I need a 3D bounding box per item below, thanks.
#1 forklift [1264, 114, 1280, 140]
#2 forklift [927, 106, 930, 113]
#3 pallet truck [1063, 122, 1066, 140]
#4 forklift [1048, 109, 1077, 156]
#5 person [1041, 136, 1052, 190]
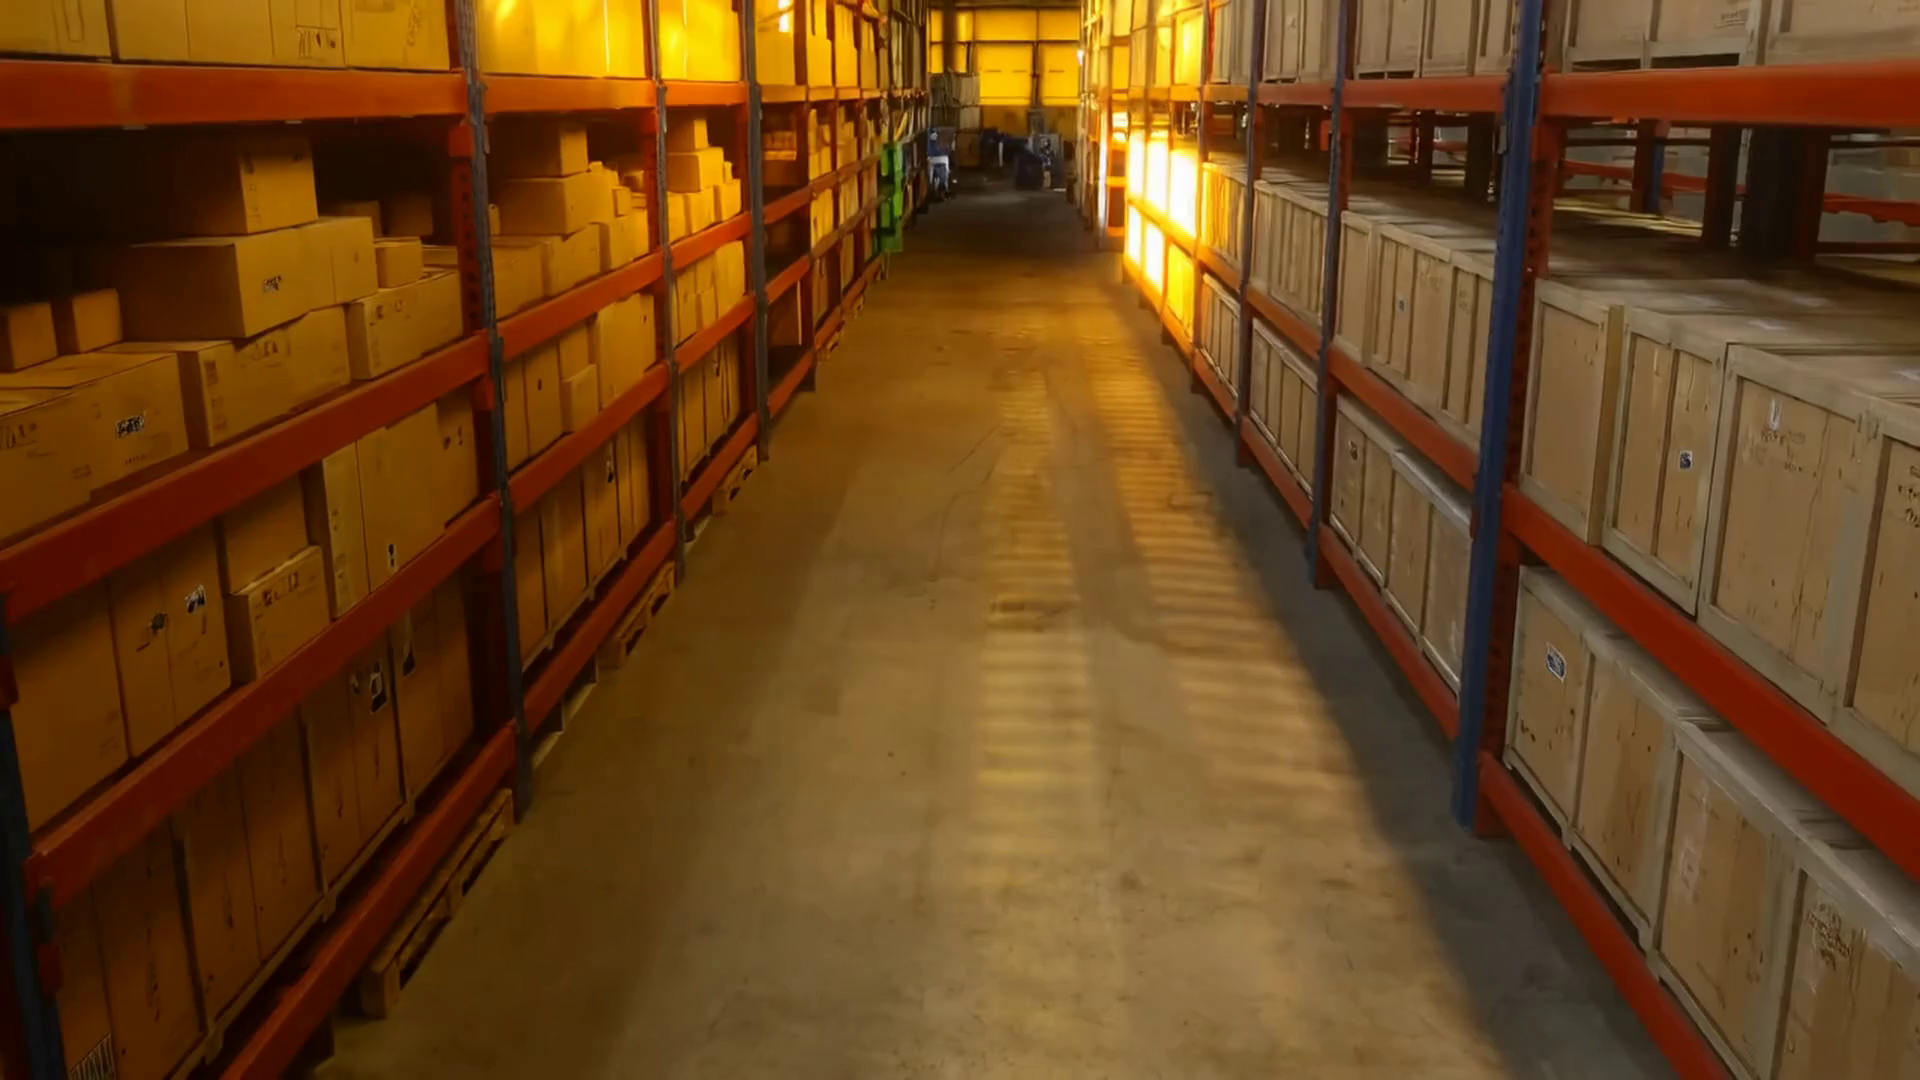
[{"bbox_3d":[11.019,-13.927,59.611,1.129,2.768,1.873,0,15,2],"label":"forklift"},{"bbox_3d":[-2.001,-20.667,84.687,1.129,2.768,1.873,0,15,2],"label":"forklift"},{"bbox_3d":[5.788,-21.111,88.014,1.885,1.965,0.823,5,16,18],"label":"pallet truck"},{"bbox_3d":[4.117,-17.046,71.215,1.873,2.768,1.129,-7,16,-23],"label":"forklift"},{"bbox_3d":[3.173,-13.835,61.049,0.354,1.942,0.545,-7,17,-24],"label":"person"}]
